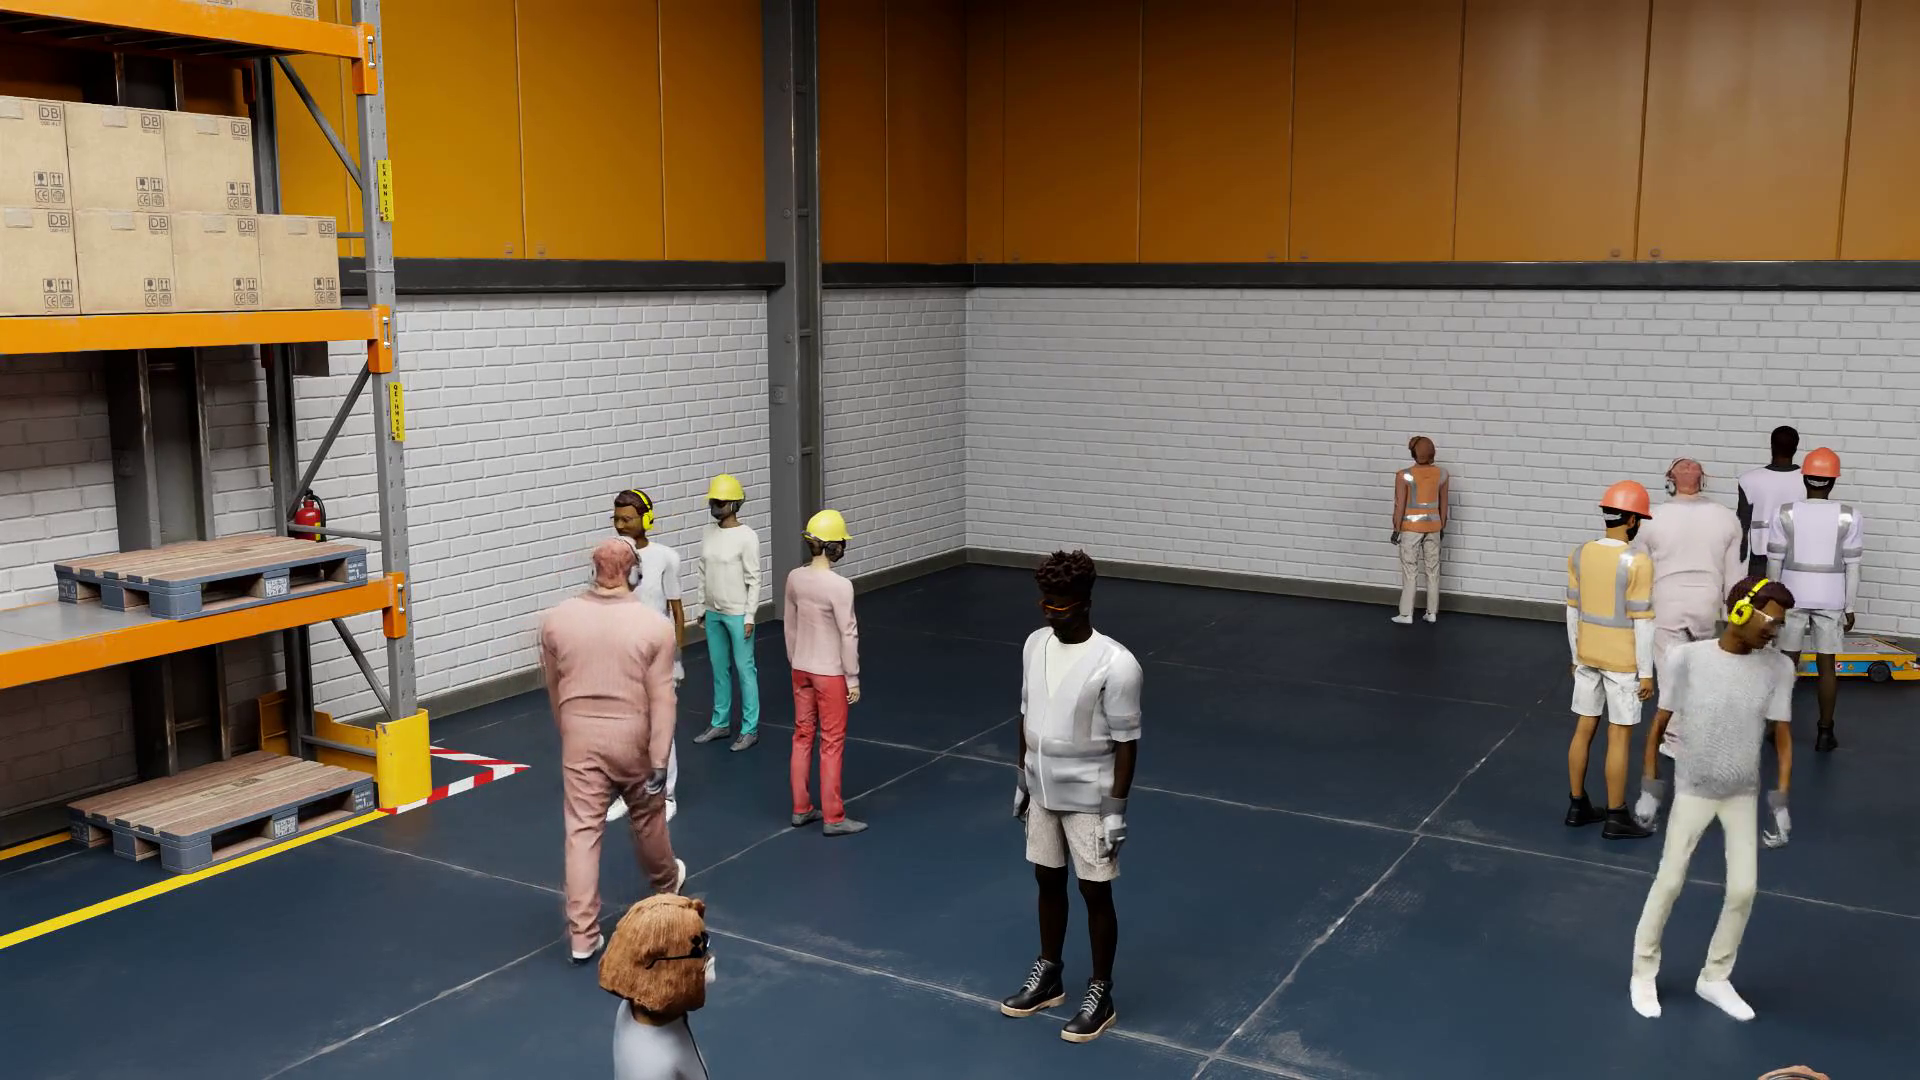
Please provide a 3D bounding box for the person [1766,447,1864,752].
[{"bbox_3d":[5.408,0.379,10.578,0.542,1.939,0.359,4,10,26],"label":"person"}]

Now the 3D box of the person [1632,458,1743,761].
[{"bbox_3d":[4.518,0.421,10.480,0.643,1.879,0.673,1,9,4],"label":"person"}]

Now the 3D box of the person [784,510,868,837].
[{"bbox_3d":[-0.729,0.713,9.024,0.530,1.767,0.328,9,13,43],"label":"person"}]

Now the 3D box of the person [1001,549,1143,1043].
[{"bbox_3d":[0.438,1.001,6.625,0.375,1.959,0.603,-9,13,-43],"label":"person"}]

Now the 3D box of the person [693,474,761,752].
[{"bbox_3d":[-1.483,0.458,10.610,0.523,1.772,0.302,7,11,37],"label":"person"}]

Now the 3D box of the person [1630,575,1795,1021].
[{"bbox_3d":[3.051,1.048,6.745,0.582,1.840,0.390,1,9,8],"label":"person"}]

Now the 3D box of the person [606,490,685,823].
[{"bbox_3d":[-1.758,0.643,9.147,0.534,1.868,0.310,3,10,20],"label":"person"}]

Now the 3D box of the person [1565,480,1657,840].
[{"bbox_3d":[3.526,0.641,8.971,0.373,1.929,0.542,-5,10,-27],"label":"person"}]

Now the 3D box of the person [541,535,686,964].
[{"bbox_3d":[-1.557,0.900,7.583,0.649,1.855,0.999,1,9,6],"label":"person"}]

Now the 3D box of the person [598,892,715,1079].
[{"bbox_3d":[-0.672,1.607,3.861,0.285,1.633,0.497,-2,9,-14],"label":"person"}]

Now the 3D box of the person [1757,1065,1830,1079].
[{"bbox_3d":[1.463,1.736,3.029,0.514,1.642,0.310,3,9,16],"label":"person"}]

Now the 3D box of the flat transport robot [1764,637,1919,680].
[{"bbox_3d":[6.486,0.885,12.602,1.431,0.197,0.652,0,9,1],"label":"flat transport robot"}]

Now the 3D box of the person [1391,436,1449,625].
[{"bbox_3d":[3.966,-0.077,14.351,0.520,1.640,0.309,-2,9,-15],"label":"person"}]

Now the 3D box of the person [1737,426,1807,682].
[{"bbox_3d":[6.029,0.118,12.273,0.592,1.918,0.389,3,10,19],"label":"person"}]
